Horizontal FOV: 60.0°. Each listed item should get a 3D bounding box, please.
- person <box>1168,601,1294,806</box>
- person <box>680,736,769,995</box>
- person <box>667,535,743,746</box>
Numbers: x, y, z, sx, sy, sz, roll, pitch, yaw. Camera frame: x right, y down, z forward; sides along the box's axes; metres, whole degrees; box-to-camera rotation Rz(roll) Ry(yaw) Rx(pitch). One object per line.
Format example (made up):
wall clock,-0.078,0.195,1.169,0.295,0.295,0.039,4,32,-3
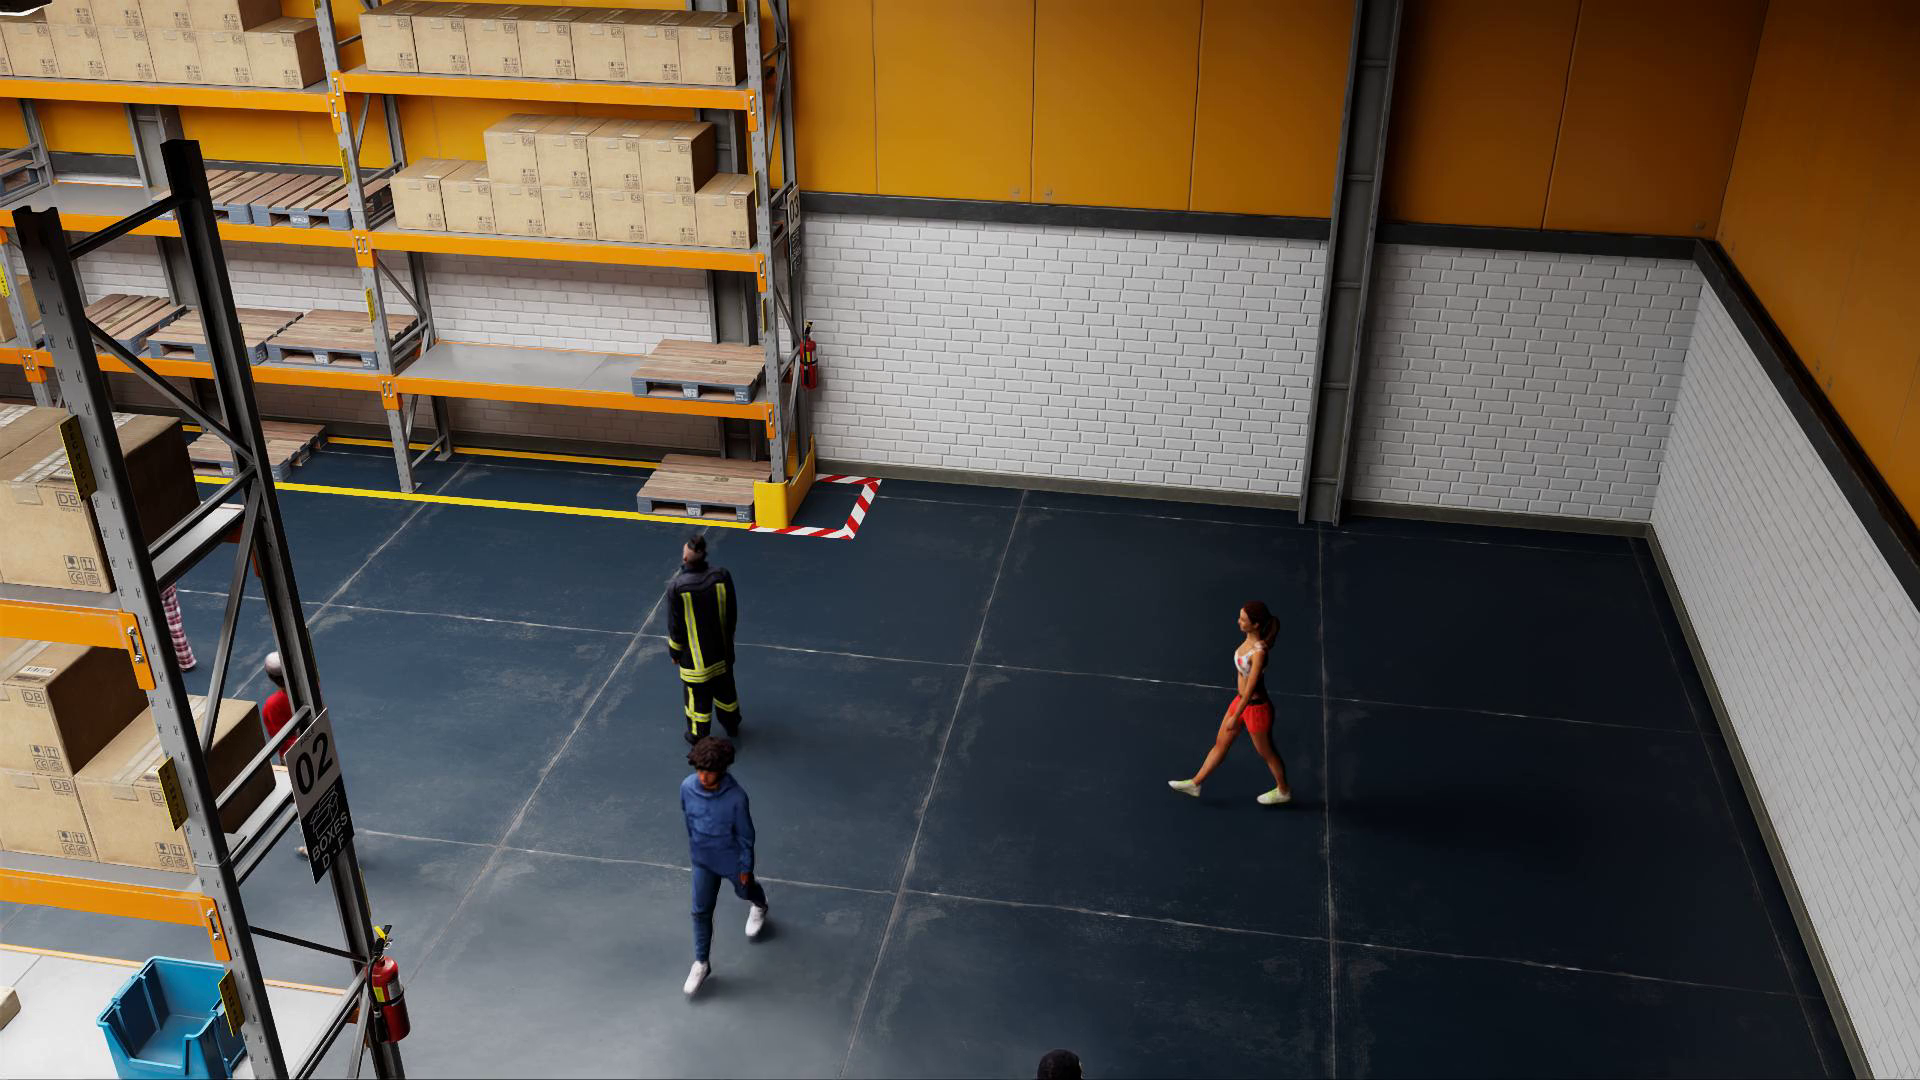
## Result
person,2.243,1.257,12.213,1.214,1.739,0.757,-1,29,-2
person,-1.502,1.994,10.831,1.134,1.769,0.864,10,30,17
person,-2.005,0.774,12.972,0.880,1.862,0.938,-19,34,-31
